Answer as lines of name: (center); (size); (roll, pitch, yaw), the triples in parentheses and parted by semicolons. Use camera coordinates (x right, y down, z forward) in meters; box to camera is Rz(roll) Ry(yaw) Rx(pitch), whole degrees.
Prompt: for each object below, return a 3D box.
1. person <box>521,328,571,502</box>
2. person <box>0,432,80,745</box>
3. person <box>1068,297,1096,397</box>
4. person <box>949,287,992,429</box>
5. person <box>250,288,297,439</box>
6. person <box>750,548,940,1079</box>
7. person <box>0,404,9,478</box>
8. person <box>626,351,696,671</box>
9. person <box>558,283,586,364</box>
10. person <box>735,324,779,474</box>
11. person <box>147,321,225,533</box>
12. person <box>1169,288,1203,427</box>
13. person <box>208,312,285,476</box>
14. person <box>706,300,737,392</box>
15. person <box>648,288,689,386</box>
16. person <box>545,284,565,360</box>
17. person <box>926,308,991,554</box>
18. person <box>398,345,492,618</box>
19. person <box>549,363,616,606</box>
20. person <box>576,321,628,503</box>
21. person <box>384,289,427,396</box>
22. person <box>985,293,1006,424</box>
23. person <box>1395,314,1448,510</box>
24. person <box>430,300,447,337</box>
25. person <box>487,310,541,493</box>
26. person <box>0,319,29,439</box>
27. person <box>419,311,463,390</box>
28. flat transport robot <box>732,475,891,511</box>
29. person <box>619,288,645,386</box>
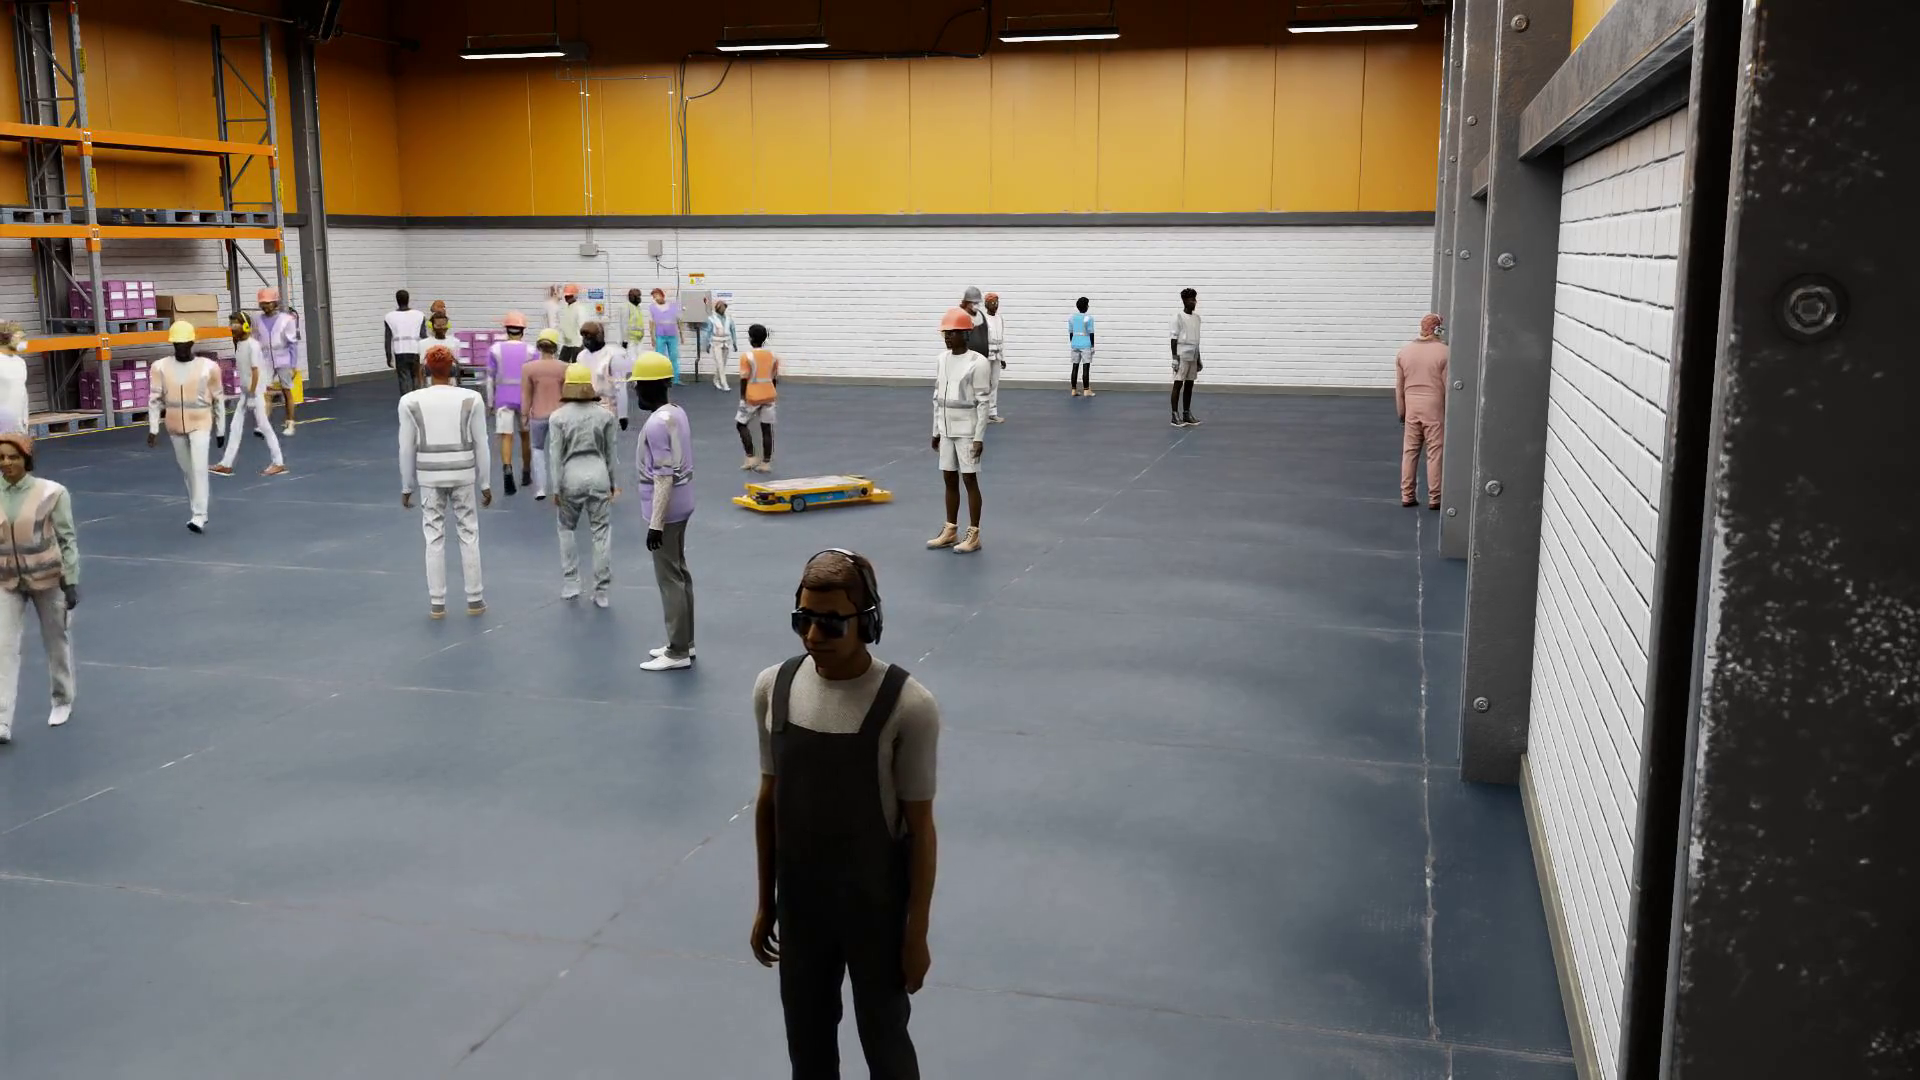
person: (-4.101, -1.230, 16.576); (0.541, 1.739, 0.658); (-3, 11, -18)
person: (-4.834, 0.248, 8.584); (0.537, 1.591, 0.858); (-3, 10, -14)
person: (2.077, -3.273, 28.258); (0.532, 1.696, 0.319); (9, 13, 41)
person: (0.127, -2.514, 22.984); (0.710, 2.000, 0.577); (-8, 13, -40)
person: (-9.110, -2.334, 22.072); (0.636, 1.990, 1.021); (-1, 10, -4)
person: (-0.289, 0.920, 4.137); (0.501, 1.839, 0.341); (5, 11, 26)
person: (-6.553, -0.289, 10.910); (0.648, 1.851, 0.994); (-8, 13, -38)
person: (-1.804, -0.172, 10.044); (0.383, 1.924, 0.594); (0, 10, 1)
person: (-6.300, -3.129, 26.689); (0.704, 1.956, 0.665); (-9, 13, -41)
person: (-2.301, -1.587, 18.733); (0.561, 1.679, 0.467); (-9, 14, -43)
person: (-6.922, -0.999, 14.859); (0.598, 1.881, 0.969); (-1, 10, -7)
person: (3.230, -2.604, 23.705); (0.604, 1.966, 0.367); (-9, 13, -41)
person: (-7.951, -1.596, 18.386); (0.570, 1.825, 0.919); (10, 14, 44)
person: (-4.267, -3.455, 29.541); (0.532, 1.607, 0.804); (-7, 12, -35)
person: (-5.293, -3.672, 30.225); (0.727, 1.809, 0.399); (-3, 11, -19)
person: (-7.289, -3.641, 29.798); (0.647, 1.884, 0.645); (-3, 10, -15)
person: (-0.021, -0.908, 13.882); (0.378, 2.045, 0.605); (-9, 14, -43)
person: (-3.564, -0.404, 11.518); (0.607, 1.876, 0.465); (-3, 10, -16)
person: (-2.692, -0.397, 11.899); (0.498, 1.724, 0.584); (-5, 11, -24)
person: (-3.582, -1.236, 16.360); (0.637, 1.822, 0.518); (8, 13, 37)
person: (-8.281, -2.783, 24.876); (0.616, 1.907, 0.454); (-5, 11, -24)
person: (0.437, -2.624, 24.050); (0.584, 1.882, 0.337); (-10, 14, -43)
person: (4.562, -1.245, 16.199); (0.406, 1.902, 0.636); (-10, 14, -44)
person: (-9.047, -3.351, 28.904); (0.280, 1.624, 0.493); (-9, 13, -41)
person: (-4.672, -1.456, 17.429); (0.577, 1.892, 0.946); (-2, 10, -13)
person: (-8.365, -0.969, 14.609); (0.439, 1.913, 0.654); (0, 10, -2)
person: (-6.045, -1.750, 19.335); (0.556, 1.824, 0.925); (-5, 11, -28)
flat transport robot: (-1.460, -0.471, 16.425); (1.431, 0.197, 0.652); (-7, 12, -33)
person: (-5.941, -3.610, 29.835); (0.596, 1.819, 0.649); (3, 11, 18)
